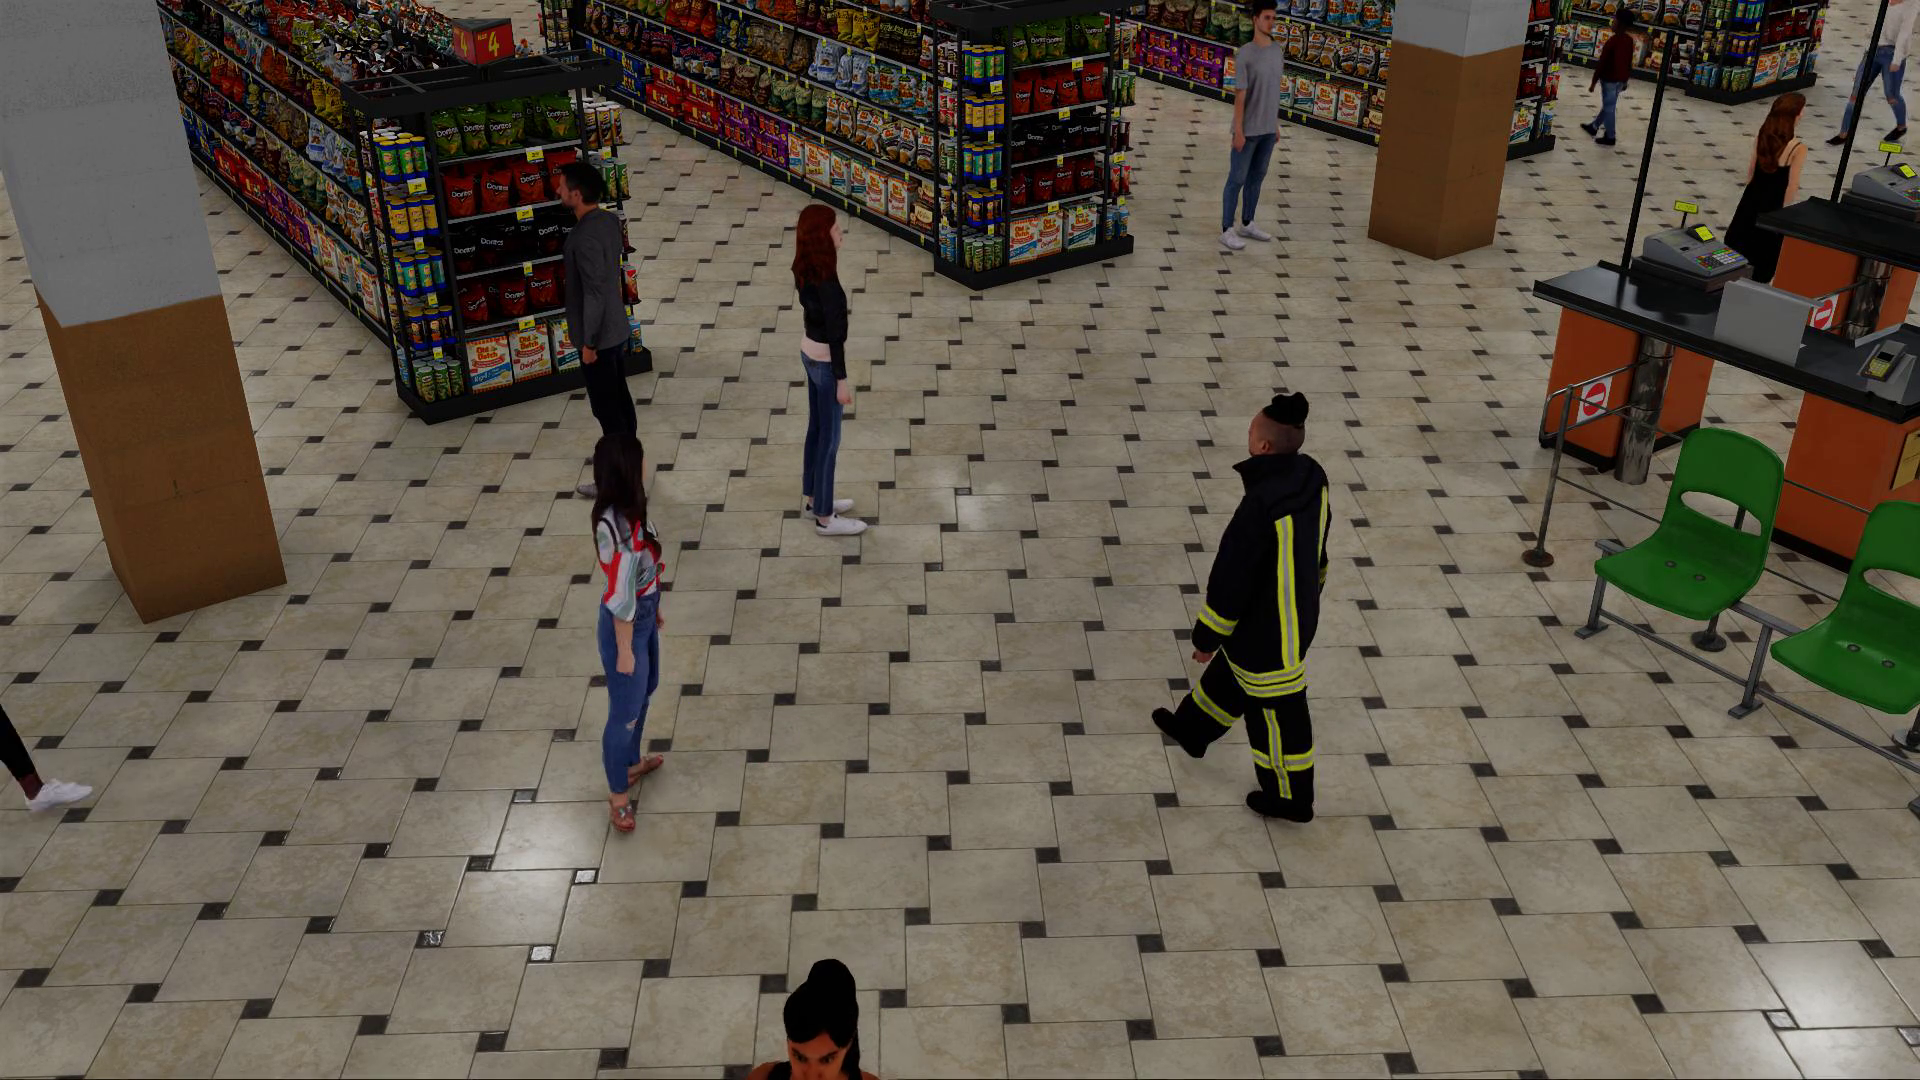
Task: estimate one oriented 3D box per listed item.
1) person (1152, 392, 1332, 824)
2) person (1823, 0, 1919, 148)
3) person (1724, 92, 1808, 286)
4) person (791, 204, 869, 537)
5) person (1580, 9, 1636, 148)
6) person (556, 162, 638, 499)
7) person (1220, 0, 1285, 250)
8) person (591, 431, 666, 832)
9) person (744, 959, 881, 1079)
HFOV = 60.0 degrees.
[{"bbox_3d":[1.263,0.310,6.459,1.197,1.830,1.012,19,34,30],"label":"person"},{"bbox_3d":[8.589,-4.423,15.310,0.900,1.656,1.118,-9,30,-15],"label":"person"},{"bbox_3d":[5.419,-2.227,11.343,0.622,1.603,0.889,-17,33,-29],"label":"person"},{"bbox_3d":[-0.705,-0.885,8.692,0.697,1.787,0.552,-9,30,-16],"label":"person"},{"bbox_3d":[6.126,-4.285,15.497,0.549,1.235,0.756,-15,32,-25],"label":"person"},{"bbox_3d":[-1.963,-1.146,9.081,0.841,1.874,0.746,0,29,0],"label":"person"},{"bbox_3d":[2.279,-3.224,12.876,0.693,1.885,0.584,-23,36,-36],"label":"person"},{"bbox_3d":[-1.352,0.369,6.597,0.863,1.596,0.683,1,29,2],"label":"person"},{"bbox_3d":[-0.351,1.677,4.141,0.714,1.653,0.736,-2,29,-3],"label":"person"}]
